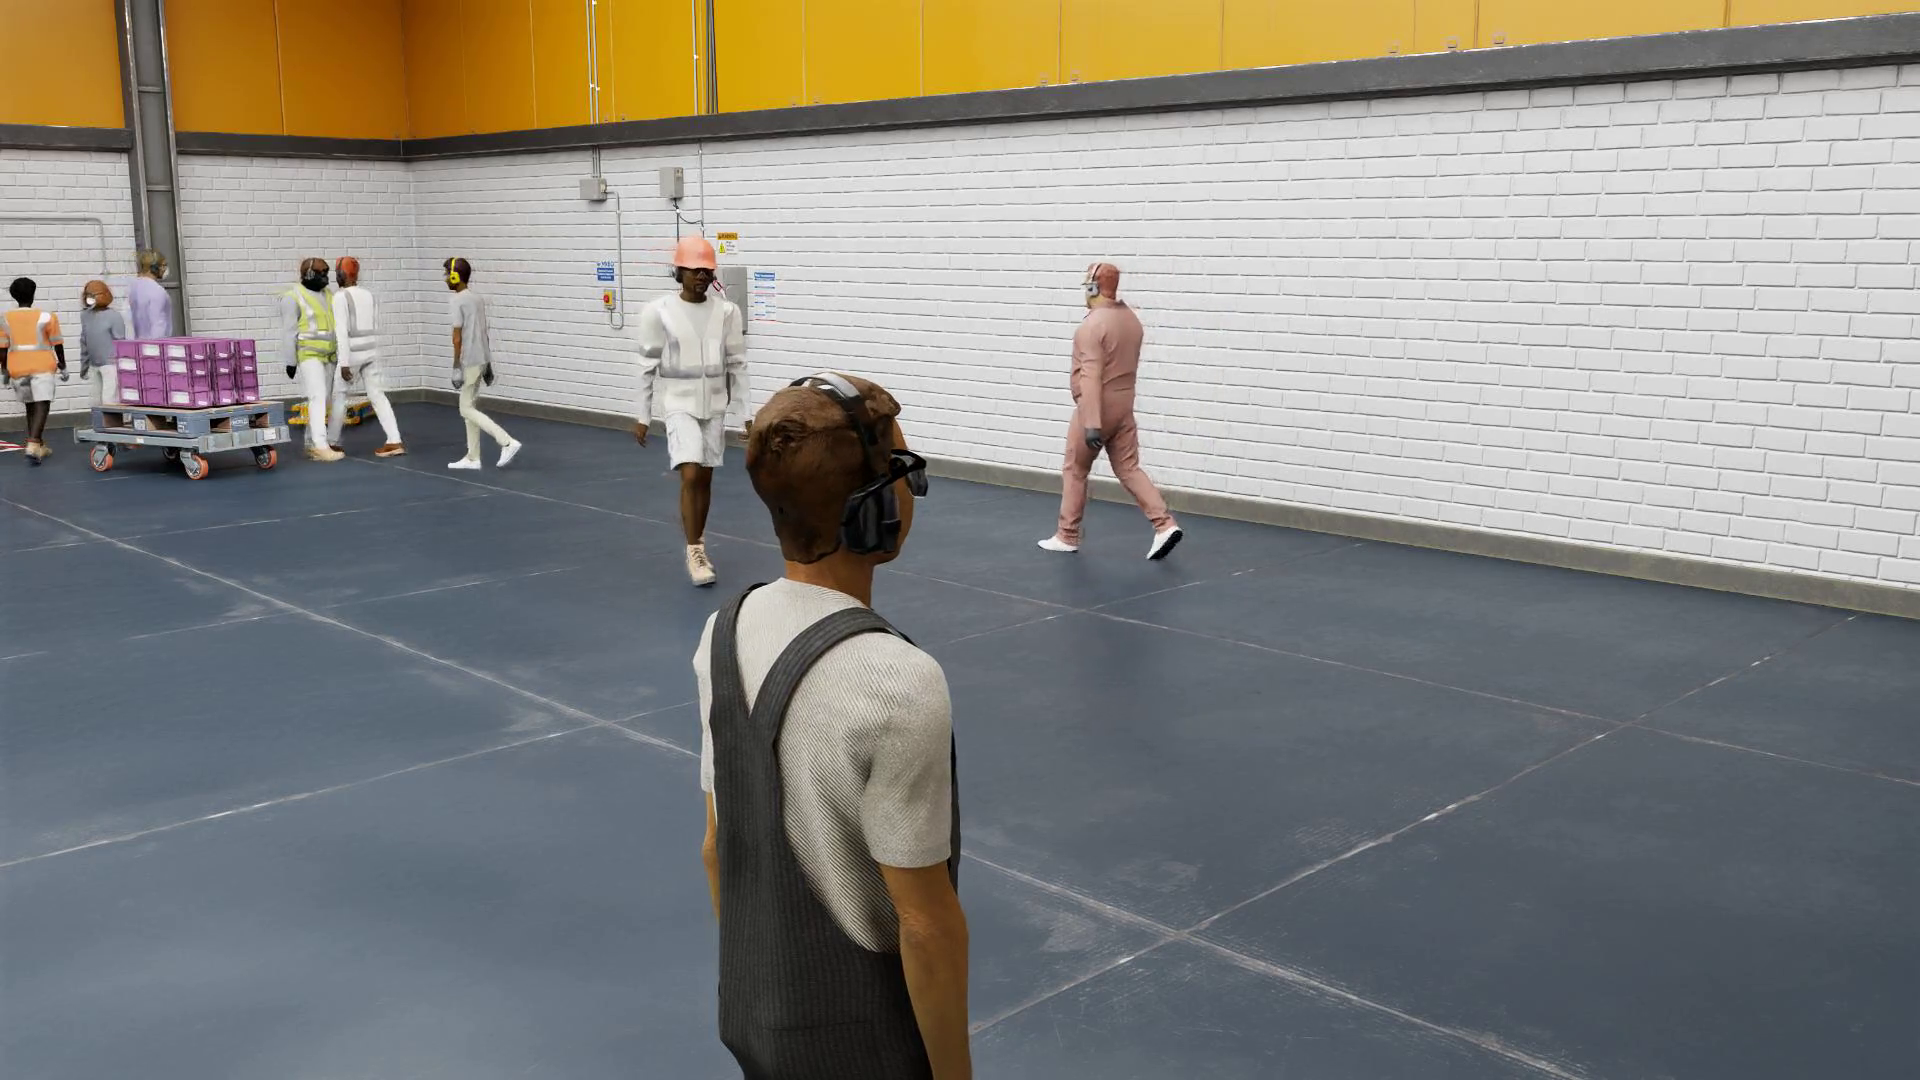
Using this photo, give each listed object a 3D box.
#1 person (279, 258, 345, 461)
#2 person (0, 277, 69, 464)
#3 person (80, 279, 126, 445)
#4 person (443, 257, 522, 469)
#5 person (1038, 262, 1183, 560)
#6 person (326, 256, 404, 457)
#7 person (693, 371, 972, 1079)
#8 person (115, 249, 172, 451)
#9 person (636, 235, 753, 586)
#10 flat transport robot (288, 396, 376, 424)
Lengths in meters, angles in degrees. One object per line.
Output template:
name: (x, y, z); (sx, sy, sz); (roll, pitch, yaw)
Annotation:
person: (-5.814, -1.642, 15.103); (0.609, 1.812, 0.644); (4, 11, 19)
person: (-8.282, -1.514, 14.820); (0.528, 1.655, 0.853); (-1, 10, -7)
person: (-7.906, -1.608, 15.439); (0.521, 1.615, 0.551); (4, 11, 21)
person: (-4.132, -1.497, 14.274); (0.623, 1.840, 0.554); (2, 11, 9)
person: (0.965, -0.805, 10.431); (0.965, 1.866, 0.644); (8, 13, 38)
person: (-5.533, -1.668, 15.225); (1.006, 1.832, 0.598); (4, 11, 19)
person: (-0.156, 0.692, 2.303); (0.345, 1.847, 0.507); (-9, 14, -41)
person: (-7.635, -1.786, 15.706); (0.632, 1.908, 0.919); (9, 14, 42)
person: (-1.504, -0.745, 9.678); (0.661, 2.009, 0.857); (-6, 12, -31)
flat transport robot: (-6.772, -1.429, 18.166); (0.652, 0.197, 1.431); (-1, 10, -3)
